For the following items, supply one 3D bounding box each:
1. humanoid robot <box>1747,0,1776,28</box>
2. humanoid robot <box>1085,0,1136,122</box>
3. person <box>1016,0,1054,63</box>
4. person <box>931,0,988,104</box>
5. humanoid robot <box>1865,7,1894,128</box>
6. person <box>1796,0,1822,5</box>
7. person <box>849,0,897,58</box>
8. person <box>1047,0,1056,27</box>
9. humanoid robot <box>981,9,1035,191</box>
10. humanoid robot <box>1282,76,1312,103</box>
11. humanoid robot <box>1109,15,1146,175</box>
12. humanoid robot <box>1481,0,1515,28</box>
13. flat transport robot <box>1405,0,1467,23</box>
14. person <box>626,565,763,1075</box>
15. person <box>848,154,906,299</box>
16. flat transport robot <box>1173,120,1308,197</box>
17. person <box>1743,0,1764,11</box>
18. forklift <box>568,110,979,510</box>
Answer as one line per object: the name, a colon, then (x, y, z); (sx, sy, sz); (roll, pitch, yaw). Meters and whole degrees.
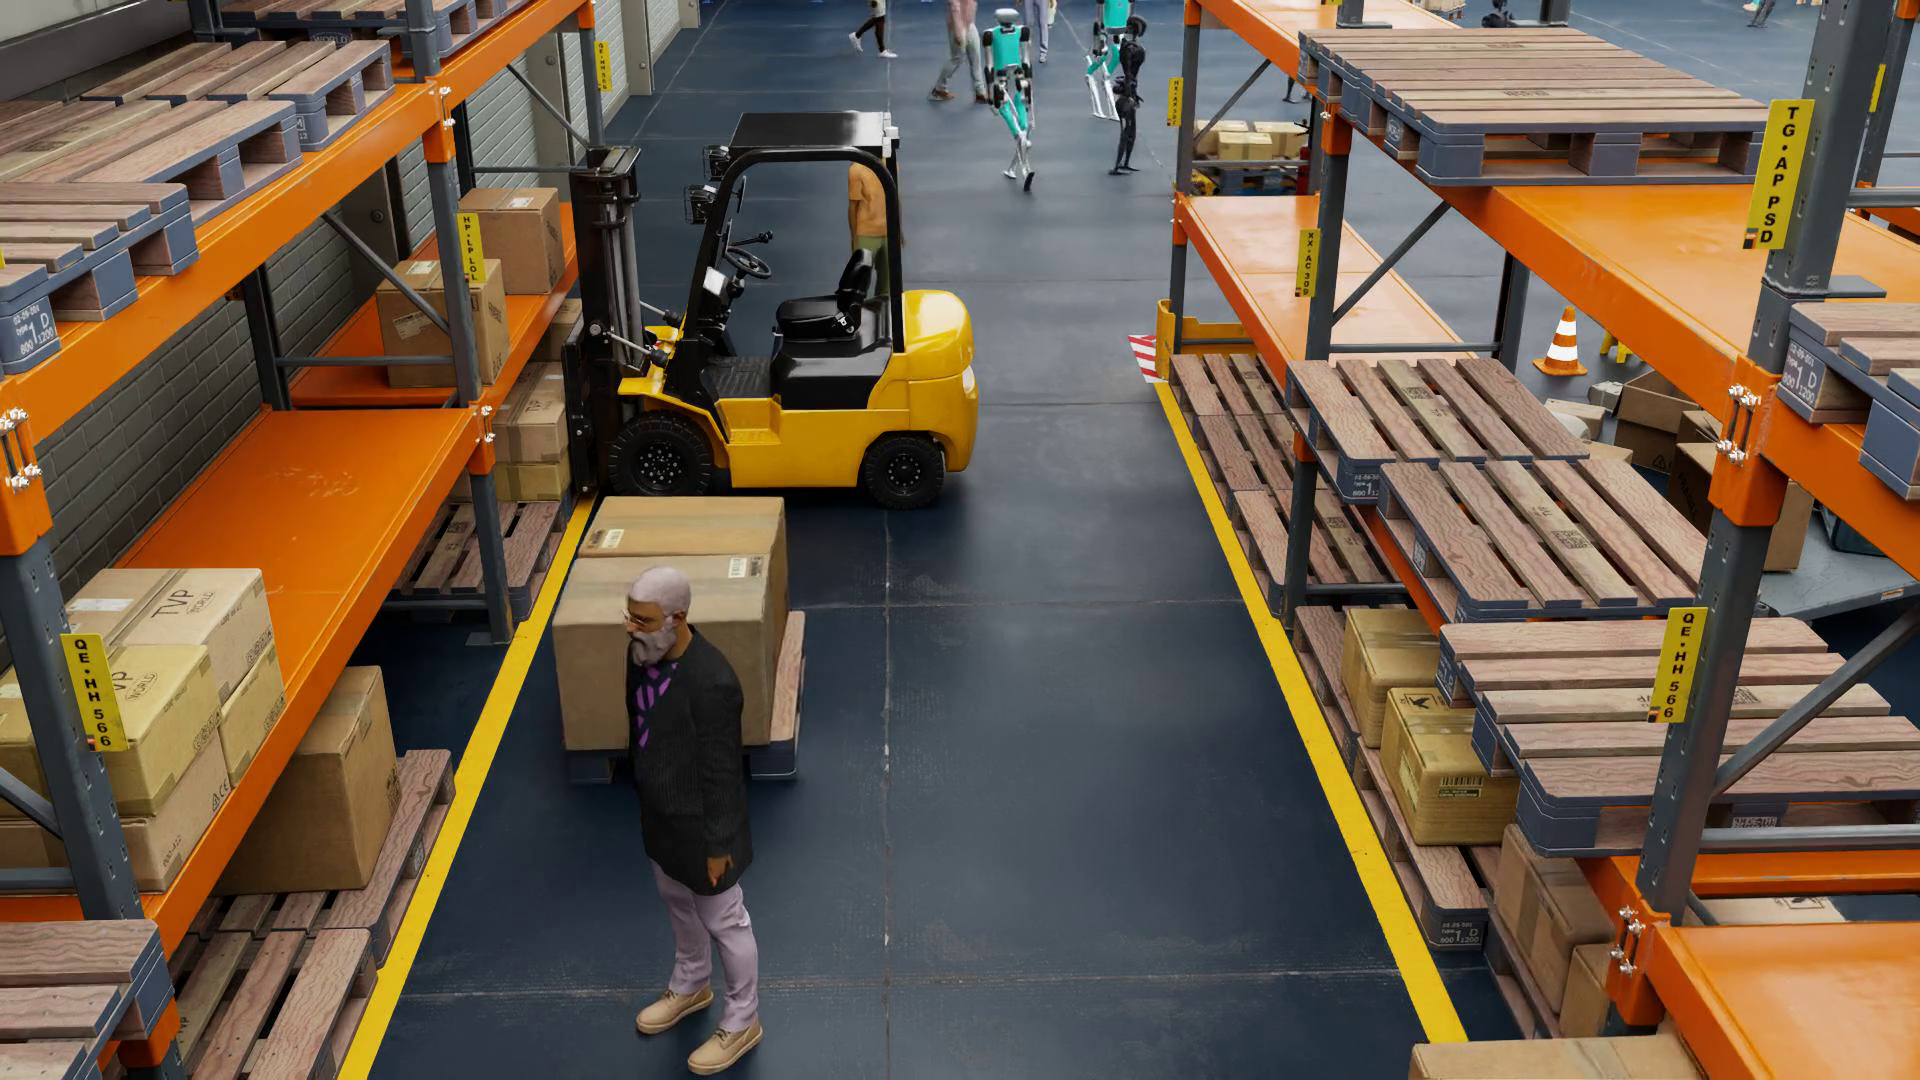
humanoid robot: (13.245, -9.218, 27.189); (0.426, 1.641, 0.610); (15, 29, 28)
humanoid robot: (1.762, -6.025, 20.287); (0.543, 1.755, 0.684); (-12, 28, -23)
person: (1.109, -7.912, 24.213); (0.570, 1.842, 0.377); (9, 27, 18)
person: (0.008, -6.551, 21.290); (0.844, 1.891, 0.693); (13, 28, 25)
humanoid robot: (11.060, -5.759, 19.852); (0.368, 1.643, 0.610); (16, 30, 30)
person: (15.371, -10.565, 29.780); (0.542, 1.890, 0.383); (23, 33, 39)
person: (-1.308, -8.054, 24.501); (0.682, 1.860, 0.590); (4, 26, 9)
person: (1.515, -9.382, 27.448); (0.591, 1.730, 0.598); (7, 26, 14)
humanoid robot: (0.626, -4.529, 17.193); (0.560, 1.768, 0.957); (-10, 27, -20)
humanoid robot: (4.405, -6.446, 21.298); (0.594, 1.648, 0.408); (-22, 33, -39)
humanoid robot: (1.791, -4.731, 17.674); (0.309, 1.644, 0.601); (6, 26, 12)
humanoid robot: (6.294, -5.637, 19.603); (0.590, 1.654, 0.337); (-15, 29, -29)
flat transport robot: (7.446, -8.391, 27.073); (0.659, 0.231, 1.431); (16, 30, 31)
person: (-0.891, 0.915, 5.520); (0.403, 1.850, 0.529); (-21, 33, -38)
person: (-0.613, -2.268, 12.425); (0.456, 1.709, 0.384); (-15, 29, -29)
flat transport robot: (2.960, -3.615, 16.958); (1.431, 0.231, 0.659); (-4, 26, -8)
person: (14.091, -10.254, 29.111); (0.359, 1.909, 0.480); (4, 26, 8)
forklift: (-1.043, -1.379, 9.976); (2.313, 2.155, 1.214); (-1, 25, -2)
